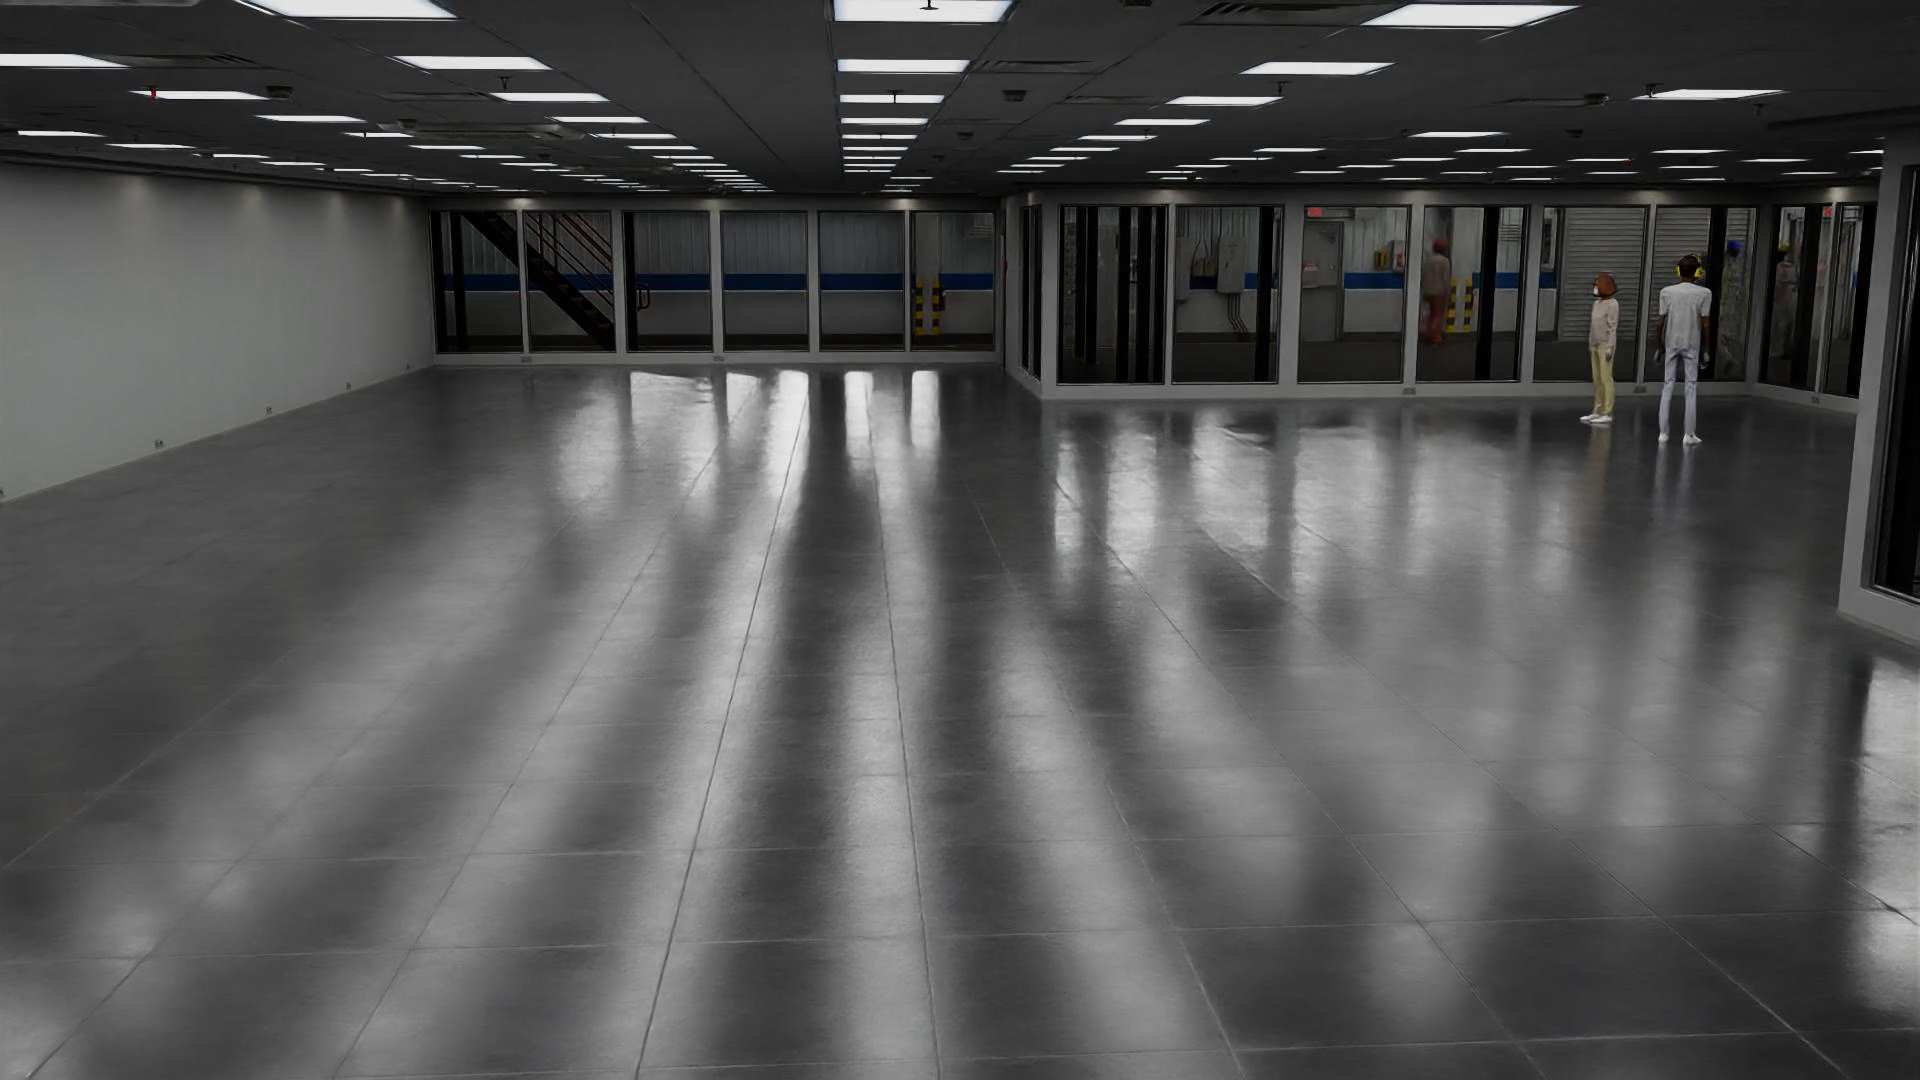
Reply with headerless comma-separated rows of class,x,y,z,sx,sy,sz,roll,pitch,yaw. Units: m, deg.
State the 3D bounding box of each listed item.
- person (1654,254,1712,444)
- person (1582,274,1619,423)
person,7.127,-1.876,16.412,0.516,1.871,0.325,8,13,36
person,7.057,-2.096,18.257,0.281,1.625,0.501,-1,11,-4
